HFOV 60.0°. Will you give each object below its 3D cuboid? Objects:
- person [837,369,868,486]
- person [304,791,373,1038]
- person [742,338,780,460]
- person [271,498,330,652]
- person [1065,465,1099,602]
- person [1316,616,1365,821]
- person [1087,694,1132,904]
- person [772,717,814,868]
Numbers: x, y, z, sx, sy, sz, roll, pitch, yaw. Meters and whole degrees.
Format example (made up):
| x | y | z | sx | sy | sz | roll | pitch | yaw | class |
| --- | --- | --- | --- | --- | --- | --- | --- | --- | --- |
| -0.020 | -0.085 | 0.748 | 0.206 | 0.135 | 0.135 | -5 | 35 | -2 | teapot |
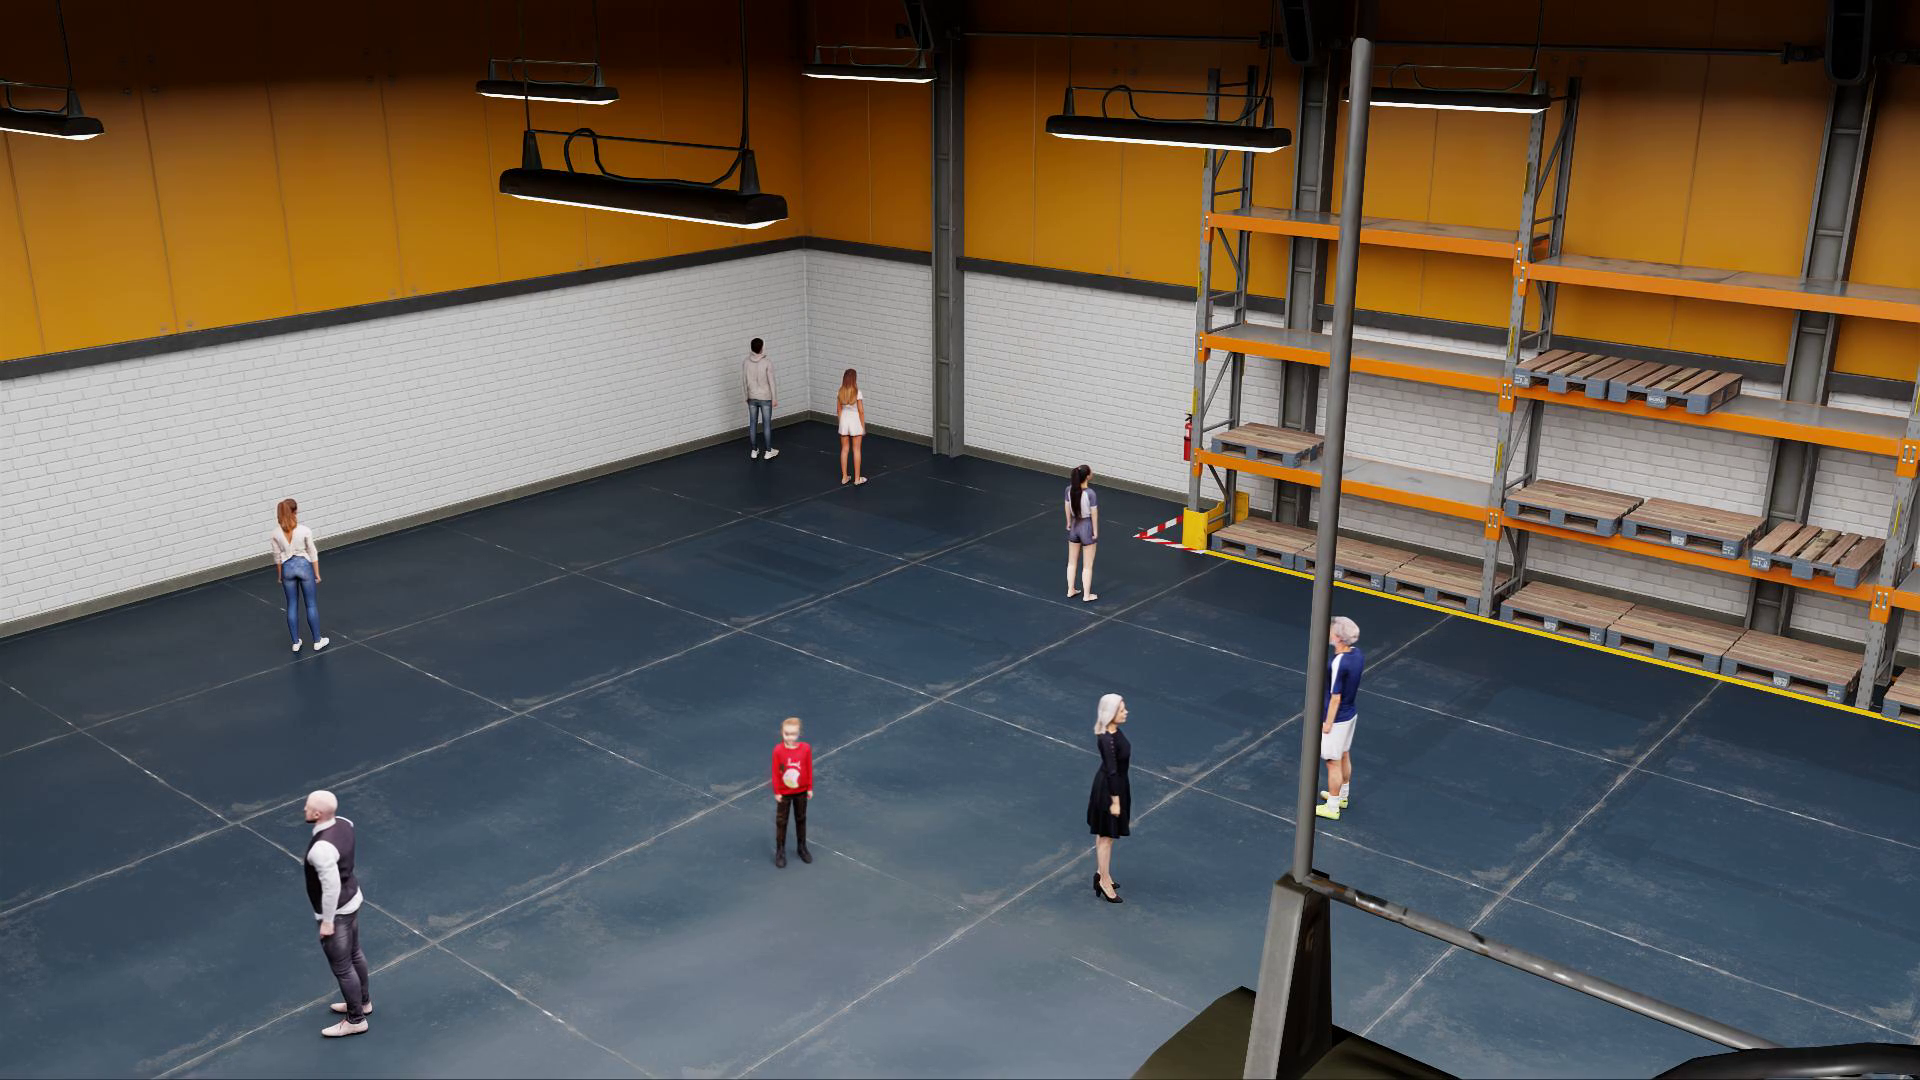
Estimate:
| x | y | z | sx | sy | sz | roll | pitch | yaw | class |
| --- | --- | --- | --- | --- | --- | --- | --- | --- | --- |
| -1.593 | -1.657 | 24.175 | 0.570 | 1.695 | 0.691 | 8 | 20 | 21 | person |
| -4.301 | 2.554 | 11.472 | 0.832 | 1.823 | 0.763 | -2 | 19 | -7 | person |
| -3.082 | -2.181 | 25.486 | 0.683 | 1.852 | 0.817 | 4 | 19 | 12 | person |
| -7.213 | 0.372 | 18.113 | 0.682 | 1.720 | 0.741 | -2 | 19 | -5 | person |
| 1.437 | -0.095 | 19.609 | 0.443 | 1.650 | 0.649 | 15 | 23 | 37 | person |
| 3.303 | 1.529 | 14.491 | 0.597 | 1.839 | 0.661 | 11 | 22 | 30 | person |
| 1.194 | 2.022 | 13.171 | 0.739 | 1.747 | 0.698 | 1 | 19 | 2 | person |
| -1.389 | 2.064 | 13.777 | 0.577 | 1.280 | 0.614 | -6 | 20 | -18 | person |
